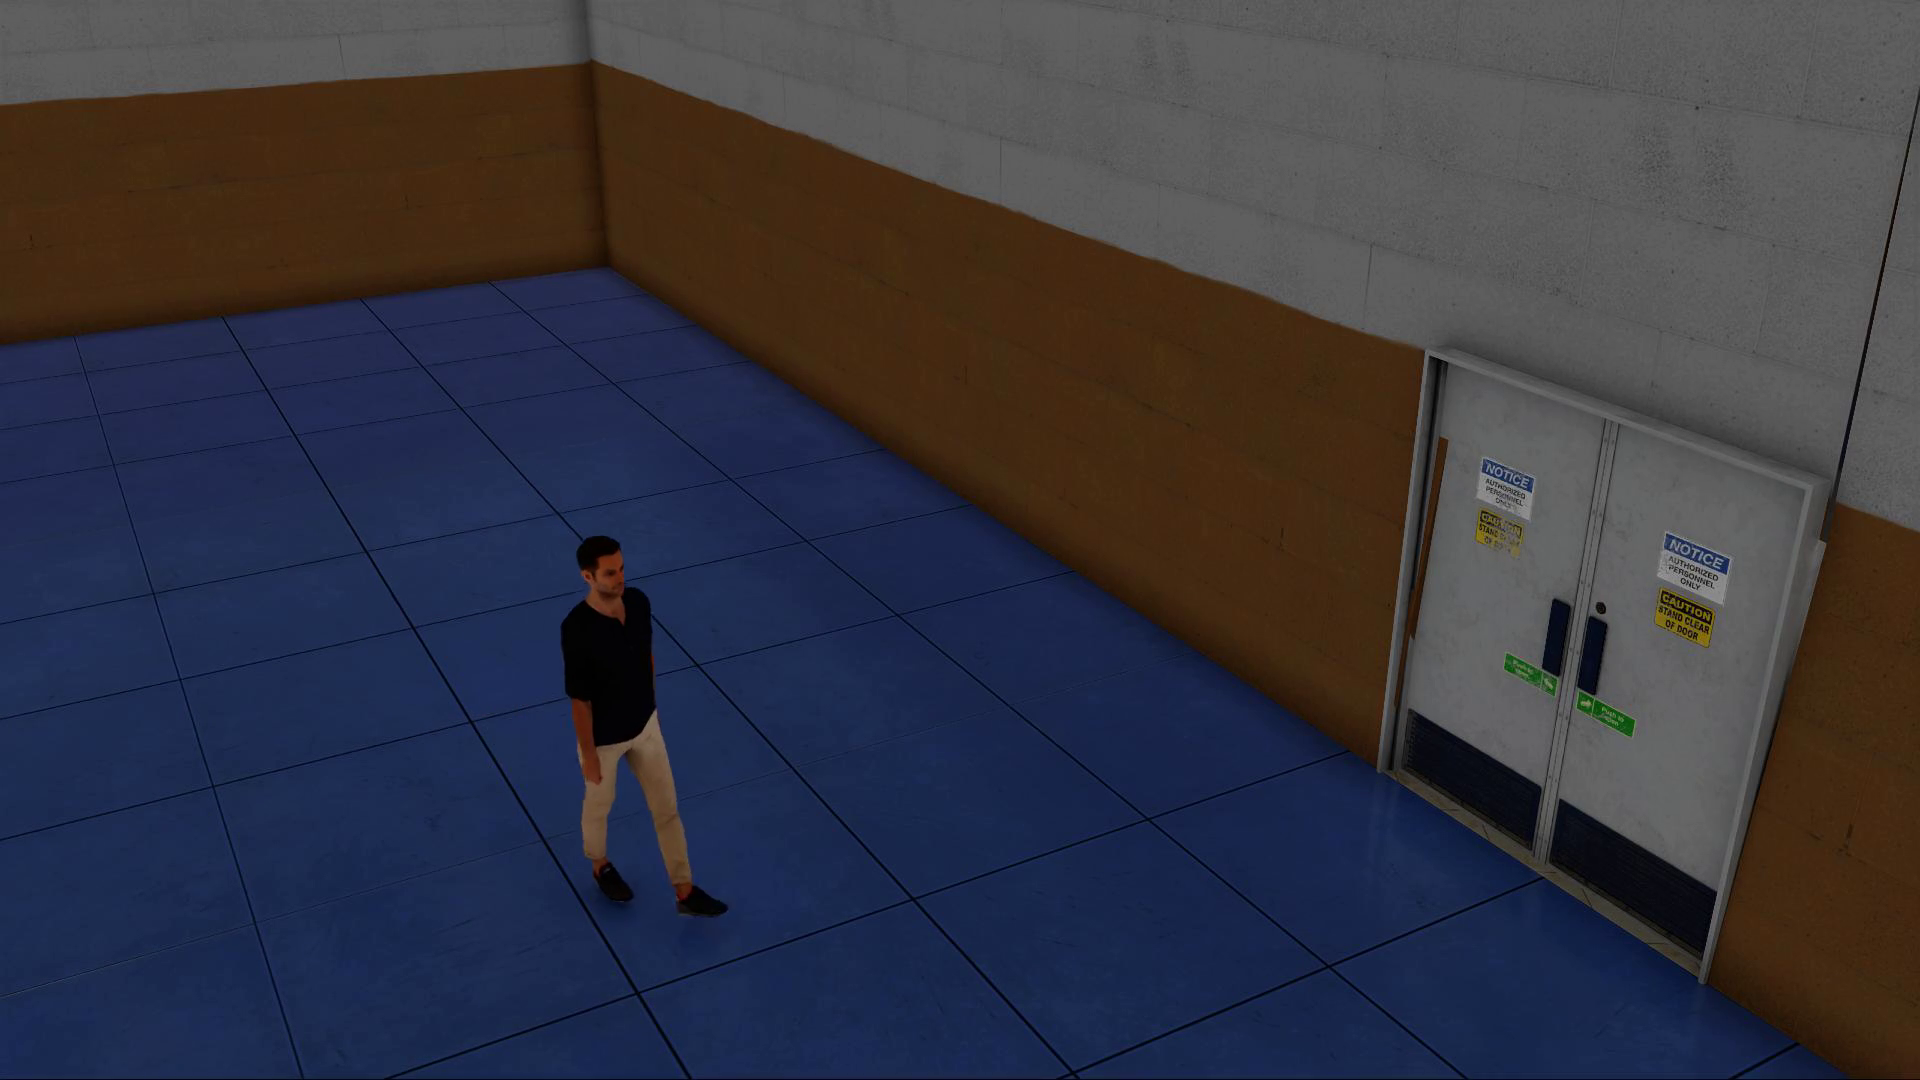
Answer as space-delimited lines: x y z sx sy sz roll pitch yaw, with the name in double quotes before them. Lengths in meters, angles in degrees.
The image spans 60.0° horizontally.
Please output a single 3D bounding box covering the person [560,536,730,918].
"person" -1.563 0.808 7.319 0.947 1.830 1.052 20 30 38
